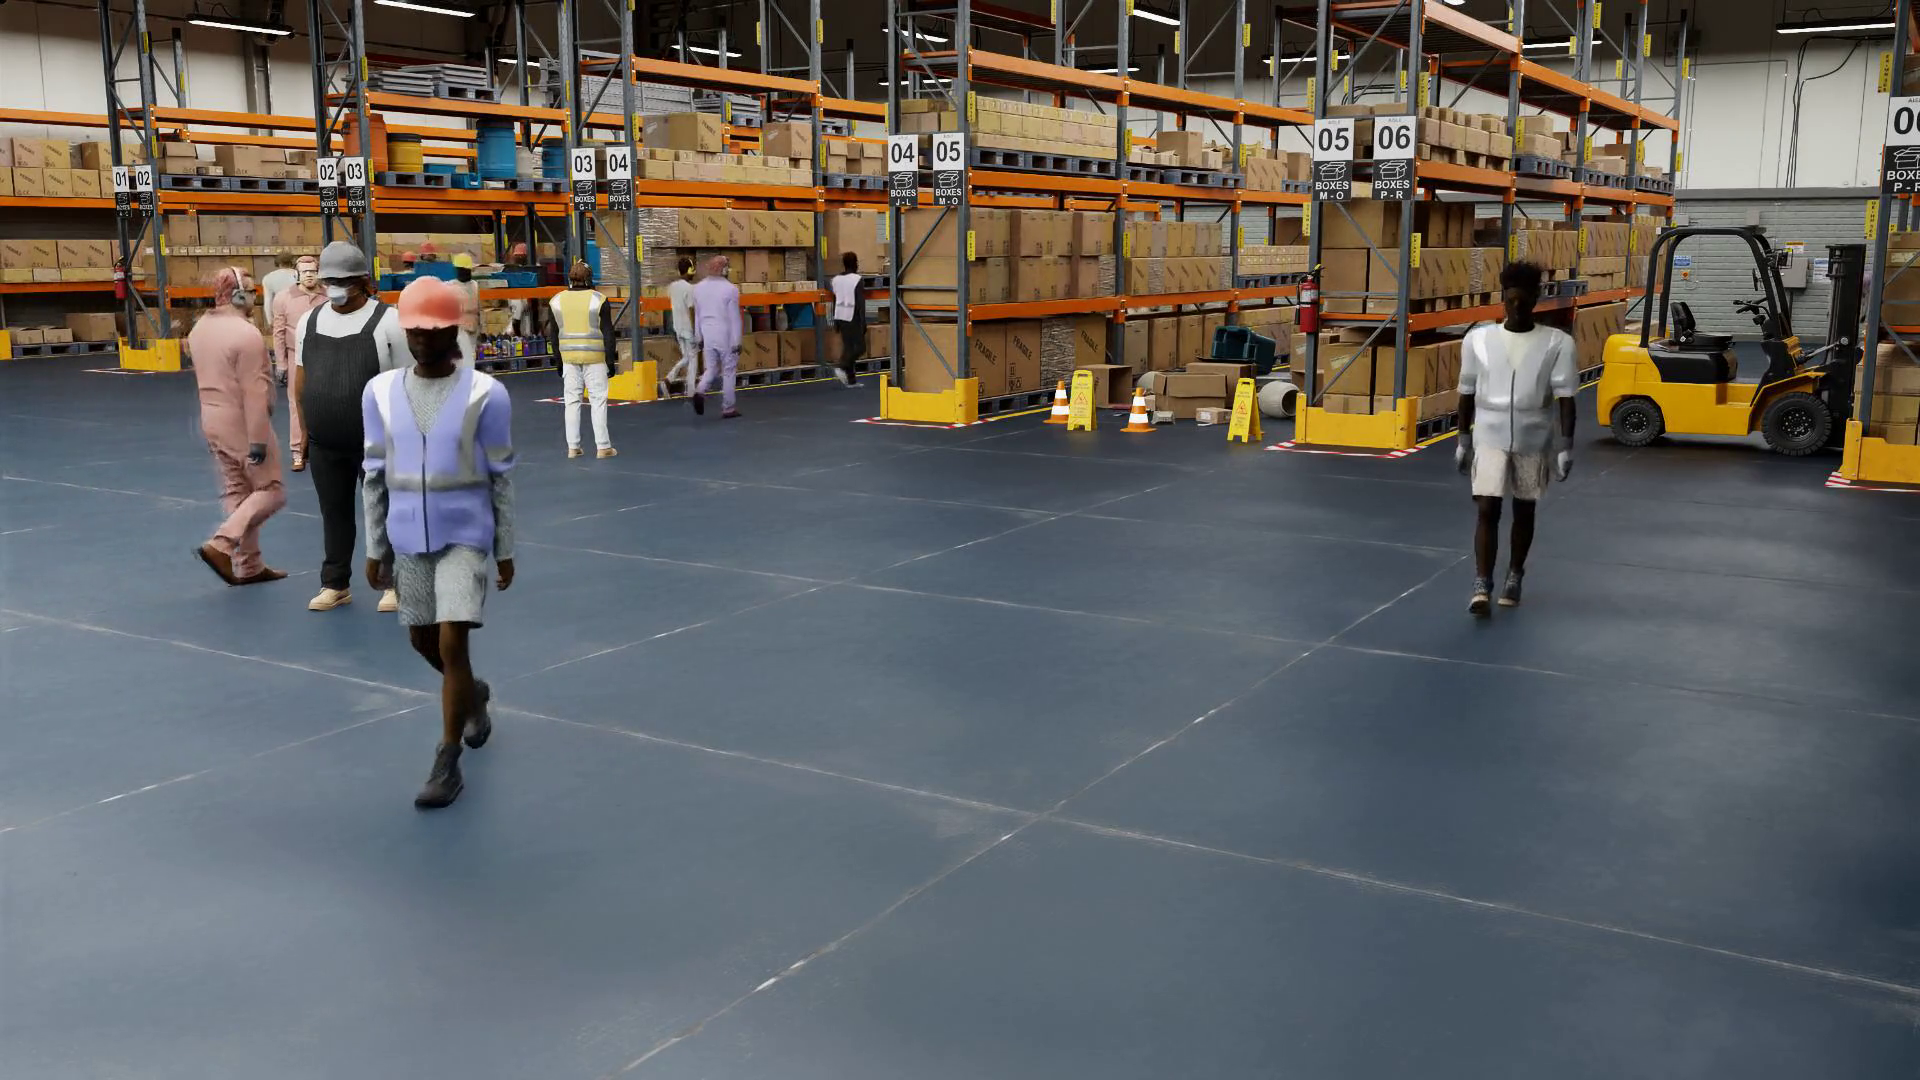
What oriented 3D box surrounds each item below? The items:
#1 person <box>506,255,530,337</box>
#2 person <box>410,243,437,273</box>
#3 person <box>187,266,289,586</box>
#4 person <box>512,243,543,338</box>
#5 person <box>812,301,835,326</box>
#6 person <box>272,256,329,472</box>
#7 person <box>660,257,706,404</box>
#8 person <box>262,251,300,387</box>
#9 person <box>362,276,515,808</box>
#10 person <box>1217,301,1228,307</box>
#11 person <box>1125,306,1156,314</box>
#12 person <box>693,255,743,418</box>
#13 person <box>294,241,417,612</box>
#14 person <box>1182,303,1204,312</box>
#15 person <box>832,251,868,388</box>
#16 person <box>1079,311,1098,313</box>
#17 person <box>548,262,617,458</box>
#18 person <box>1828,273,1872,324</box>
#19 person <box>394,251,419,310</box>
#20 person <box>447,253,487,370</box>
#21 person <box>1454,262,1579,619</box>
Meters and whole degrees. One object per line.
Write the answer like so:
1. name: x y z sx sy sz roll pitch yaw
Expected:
1. person: -8.162 -4.376 30.738 0.584 1.858 0.860 4 11 23
2. person: -8.438 -3.733 26.679 0.667 2.028 0.414 -7 12 -35
3. person: -4.232 -0.639 9.699 0.648 1.893 0.539 7 12 35
4. person: -7.530 -4.087 28.671 0.627 2.012 0.863 6 12 31
5. person: -2.254 -3.941 28.202 0.585 1.882 0.337 6 12 31
6. person: -5.776 -1.570 14.860 0.639 1.910 0.407 -6 12 -29
7. person: -3.501 -2.629 20.952 0.546 1.849 0.499 9 14 43
8. person: -9.419 -3.083 23.325 0.645 1.902 0.881 -5 11 -27
9. person: -1.927 -0.033 6.238 0.549 1.911 0.890 0 10 2
10. person: 5.787 -5.251 35.555 1.028 1.895 0.645 2 10 13
11. person: 3.238 -4.189 29.761 0.631 1.826 0.604 8 13 38
12. person: -2.786 -2.327 19.144 0.657 1.885 0.594 5 11 28
13. person: -3.332 -0.611 9.112 0.690 2.000 0.538 1 10 5
14. person: 4.131 -4.281 30.269 0.551 1.827 0.942 6 12 28
15. person: -1.548 -3.054 23.157 0.609 1.908 0.517 10 14 43
16. person: 2.127 -4.066 29.139 0.654 1.794 0.927 10 14 43
17. person: -3.535 -1.685 15.687 0.626 1.844 0.429 1 10 8
18. person: 14.721 -3.819 27.533 0.588 1.881 0.979 6 12 32
19. person: -9.168 -3.854 27.699 0.560 1.899 0.977 3 10 15
20. person: -6.428 -2.728 21.386 0.793 1.905 0.594 4 11 22
21. person: 2.990 -0.528 8.986 0.633 1.911 0.984 4 11 21
